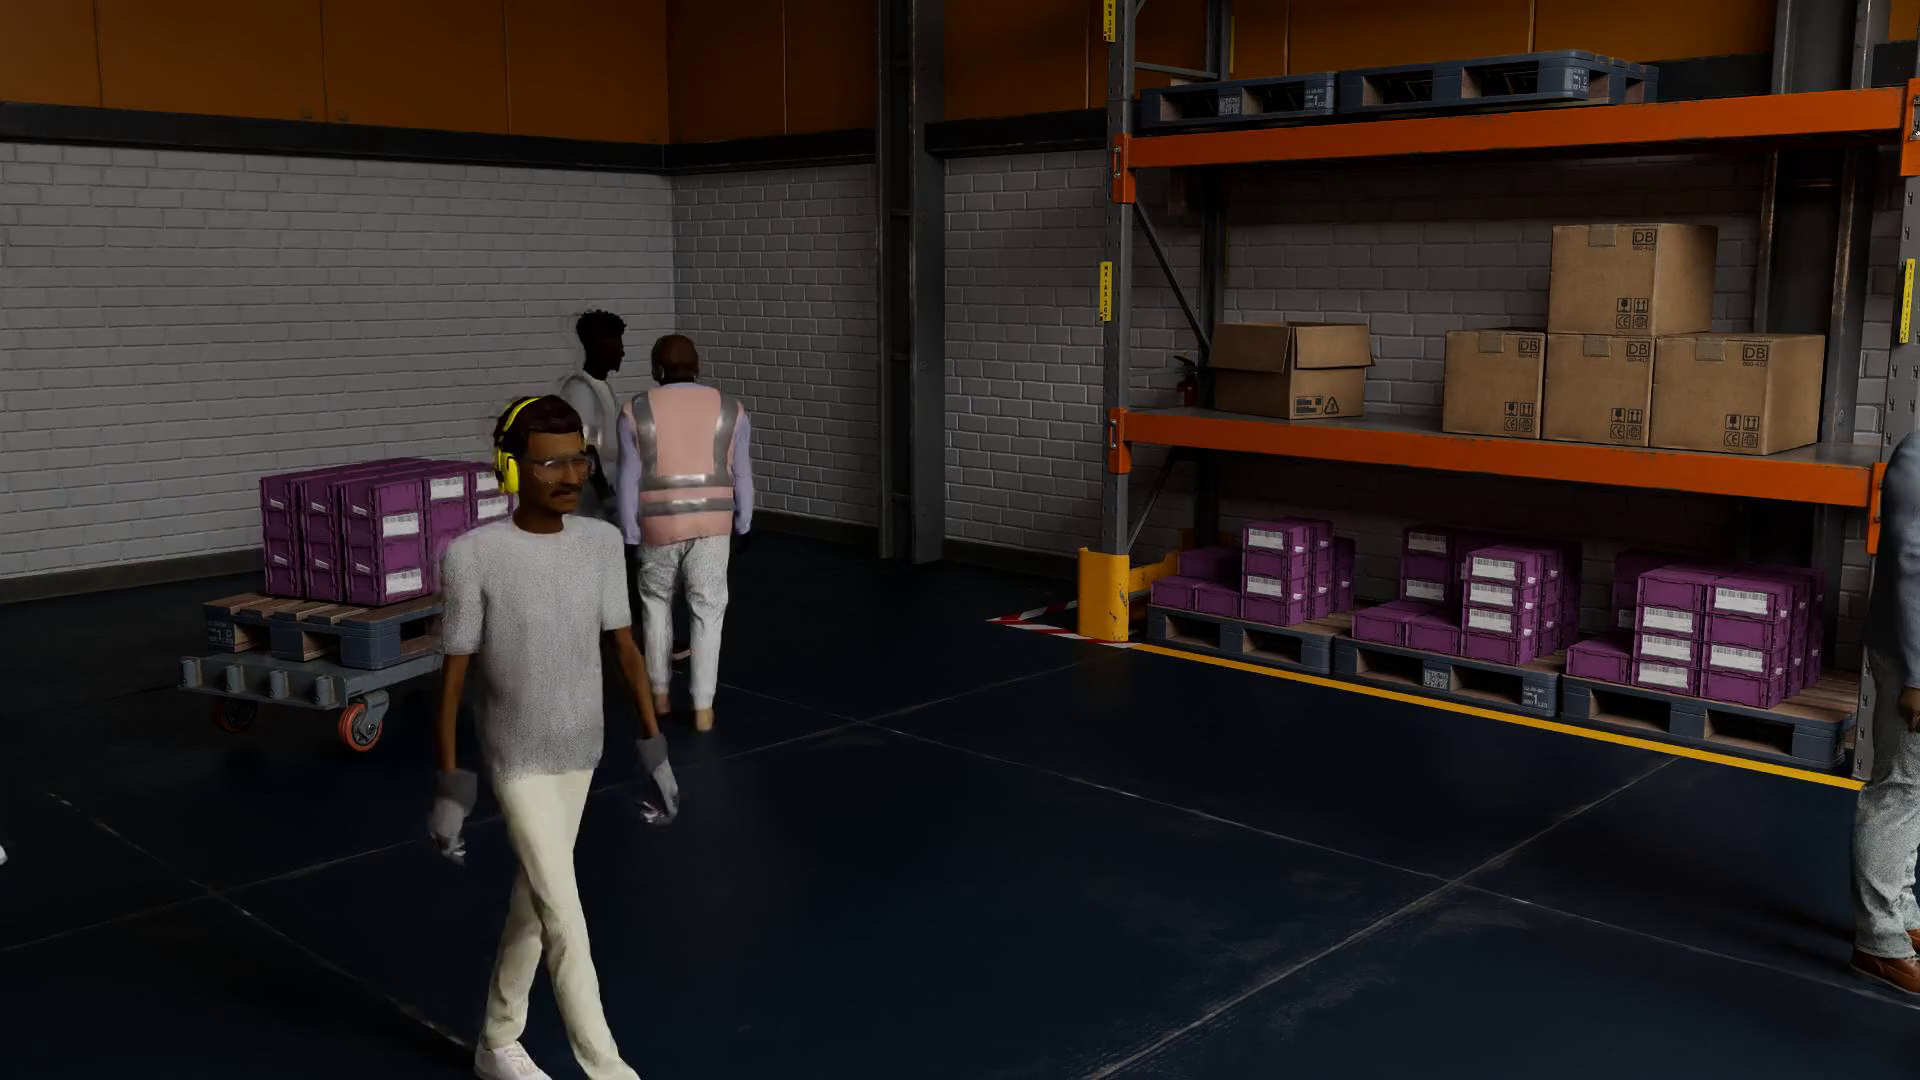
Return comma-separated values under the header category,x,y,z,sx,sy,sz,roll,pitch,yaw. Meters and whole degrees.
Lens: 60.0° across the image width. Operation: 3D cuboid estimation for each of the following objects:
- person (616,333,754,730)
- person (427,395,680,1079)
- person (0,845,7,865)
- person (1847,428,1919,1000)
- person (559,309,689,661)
category,x,y,z,sx,sy,sz,roll,pitch,yaw
person,-1.294,-0.056,7.815,0.647,1.821,0.686,-2,10,-15
person,-0.933,0.569,4.012,0.957,1.809,0.554,7,12,38
person,-3.707,0.452,5.486,0.922,1.574,0.483,-8,12,-39
person,2.875,0.363,4.914,0.370,1.934,0.627,8,12,39
person,-1.986,-0.272,8.908,1.044,1.916,0.608,2,9,9
